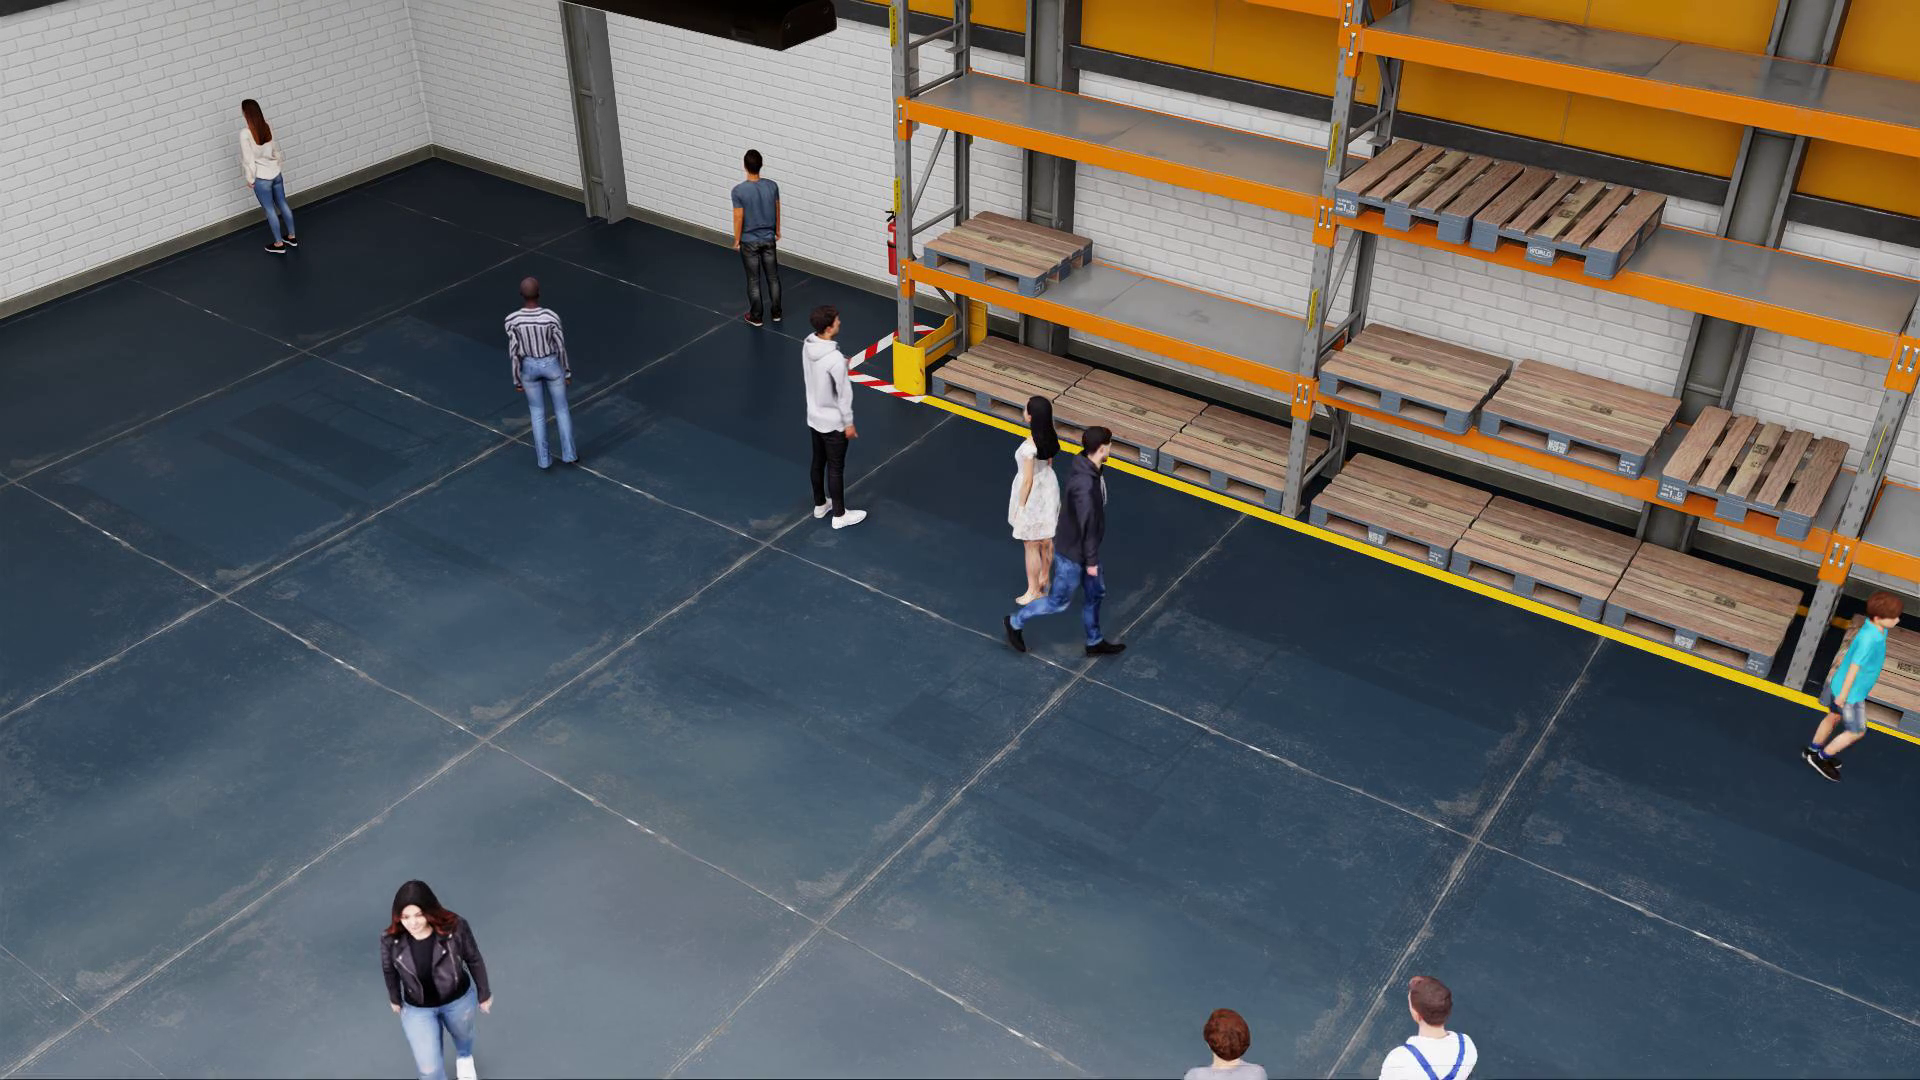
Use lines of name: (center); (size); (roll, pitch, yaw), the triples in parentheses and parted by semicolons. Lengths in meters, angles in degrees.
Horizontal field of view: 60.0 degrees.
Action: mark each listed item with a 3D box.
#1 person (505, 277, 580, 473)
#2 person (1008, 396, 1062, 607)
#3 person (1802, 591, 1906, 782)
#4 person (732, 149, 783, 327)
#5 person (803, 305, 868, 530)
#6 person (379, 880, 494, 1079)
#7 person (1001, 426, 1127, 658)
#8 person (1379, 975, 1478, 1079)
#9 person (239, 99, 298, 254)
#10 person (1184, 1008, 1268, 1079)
person: (-3.543, -1.397, 14.130); (0.708, 1.795, 0.760); (-7, 34, -10)
person: (0.567, -0.292, 12.485); (0.628, 1.775, 0.646); (19, 38, 27)
person: (5.822, 0.916, 10.971); (0.522, 1.440, 0.526); (19, 38, 26)
person: (-2.002, -3.005, 16.536); (0.725, 1.810, 0.706); (-17, 37, -23)
person: (-1.074, -1.001, 13.414); (0.791, 1.929, 0.615); (-26, 42, -33)
person: (-2.719, 2.342, 8.676); (1.009, 1.605, 1.123); (-10, 35, -15)
person: (0.741, 0.070, 11.886); (1.271, 1.837, 1.021); (9, 35, 13)
person: (2.139, 2.829, 7.742); (0.922, 1.829, 1.000); (-9, 35, -13)
person: (-7.546, -3.968, 18.091); (0.594, 1.692, 0.655); (15, 36, 21)
person: (1.223, 2.942, 7.772); (1.130, 1.608, 1.180); (-5, 34, -7)
